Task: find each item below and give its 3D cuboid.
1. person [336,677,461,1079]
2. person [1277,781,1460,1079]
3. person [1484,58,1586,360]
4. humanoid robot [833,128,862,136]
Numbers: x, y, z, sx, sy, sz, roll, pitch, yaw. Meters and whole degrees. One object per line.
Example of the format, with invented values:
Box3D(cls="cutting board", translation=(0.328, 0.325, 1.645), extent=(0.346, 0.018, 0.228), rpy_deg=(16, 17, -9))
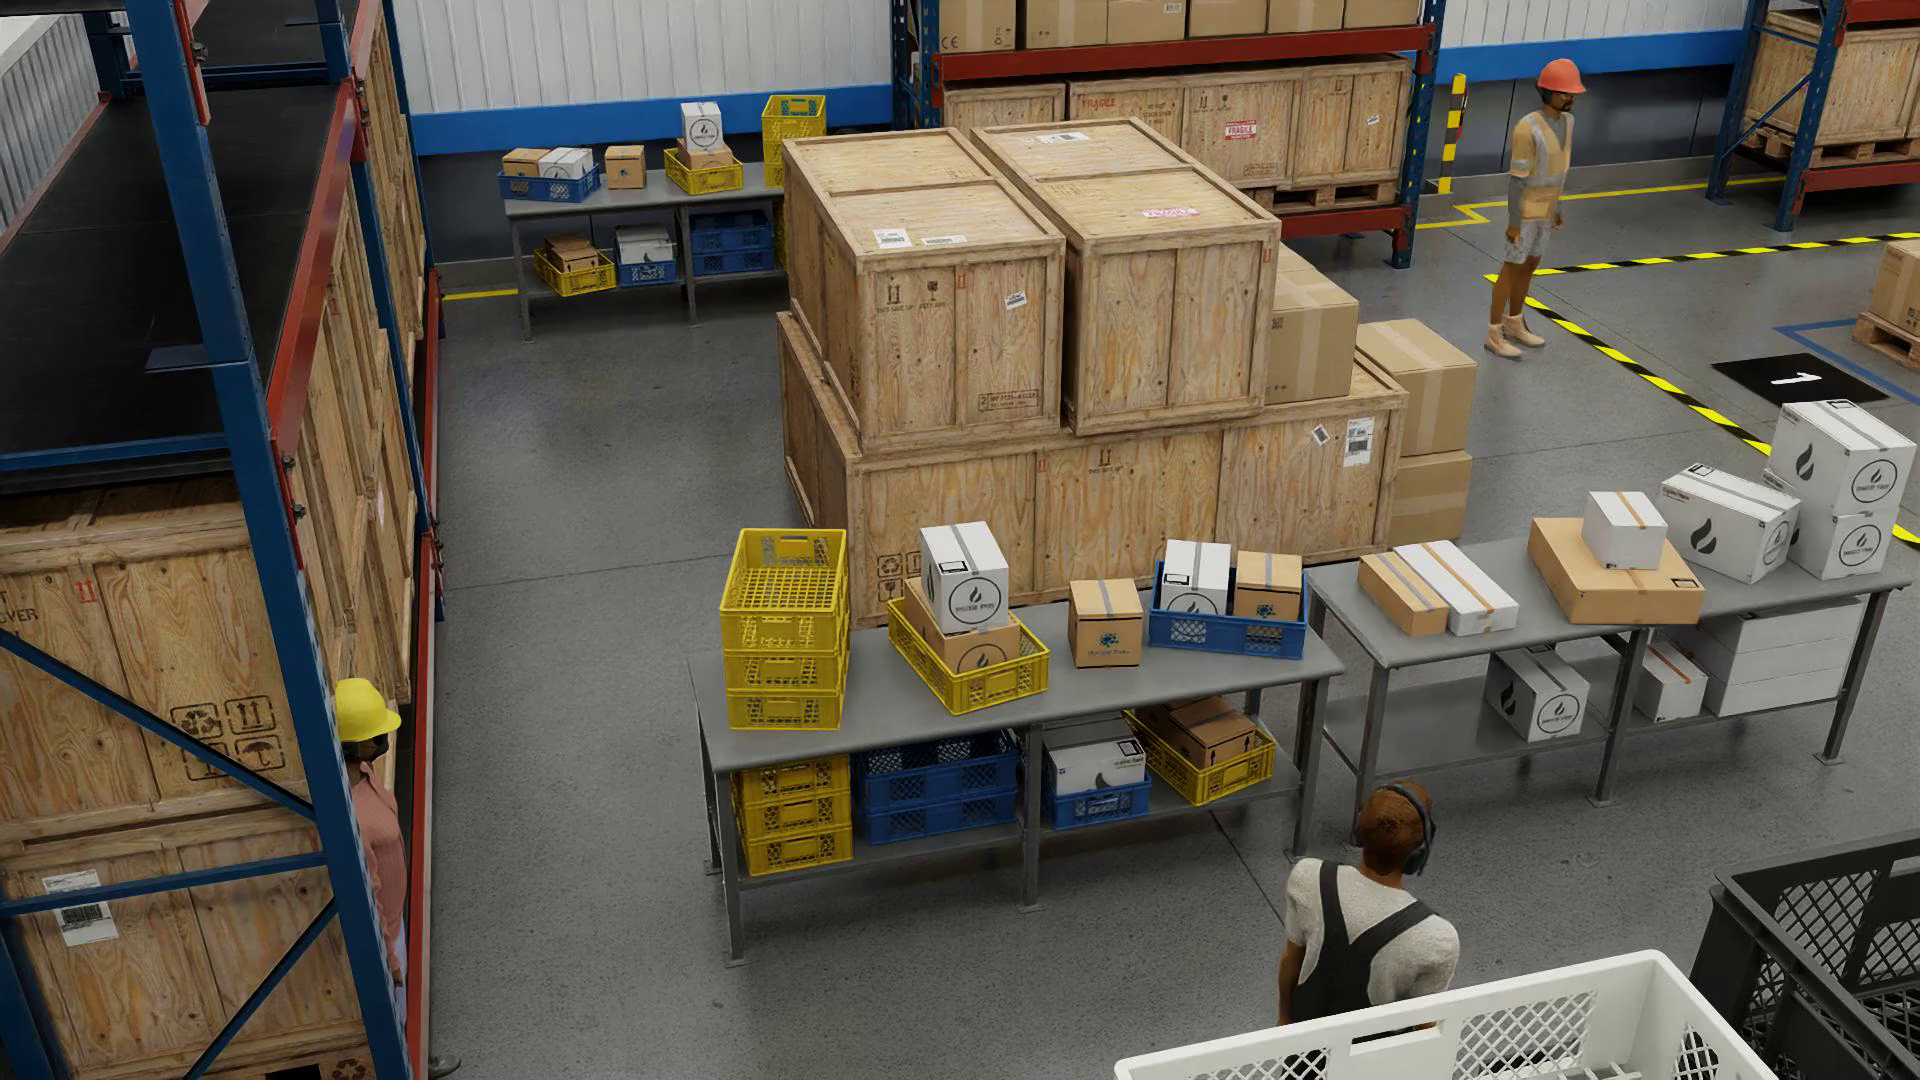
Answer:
Box3D(cls="person", translation=(-1.868, 1.208, 5.381), extent=(0.337, 1.761, 0.522), rpy_deg=(-9, 30, -16))
Box3D(cls="person", translation=(1.136, 1.473, 4.825), extent=(0.504, 1.835, 0.332), rpy_deg=(20, 35, 32))
Box3D(cls="person", translation=(3.948, -2.254, 11.370), extent=(0.604, 2.045, 0.375), rpy_deg=(-23, 36, -35))
Box3D(cls="humanoid robot", translation=(-0.704, -1.966, 11.223), extent=(0.335, 1.642, 0.609), rpy_deg=(-7, 30, -12))
